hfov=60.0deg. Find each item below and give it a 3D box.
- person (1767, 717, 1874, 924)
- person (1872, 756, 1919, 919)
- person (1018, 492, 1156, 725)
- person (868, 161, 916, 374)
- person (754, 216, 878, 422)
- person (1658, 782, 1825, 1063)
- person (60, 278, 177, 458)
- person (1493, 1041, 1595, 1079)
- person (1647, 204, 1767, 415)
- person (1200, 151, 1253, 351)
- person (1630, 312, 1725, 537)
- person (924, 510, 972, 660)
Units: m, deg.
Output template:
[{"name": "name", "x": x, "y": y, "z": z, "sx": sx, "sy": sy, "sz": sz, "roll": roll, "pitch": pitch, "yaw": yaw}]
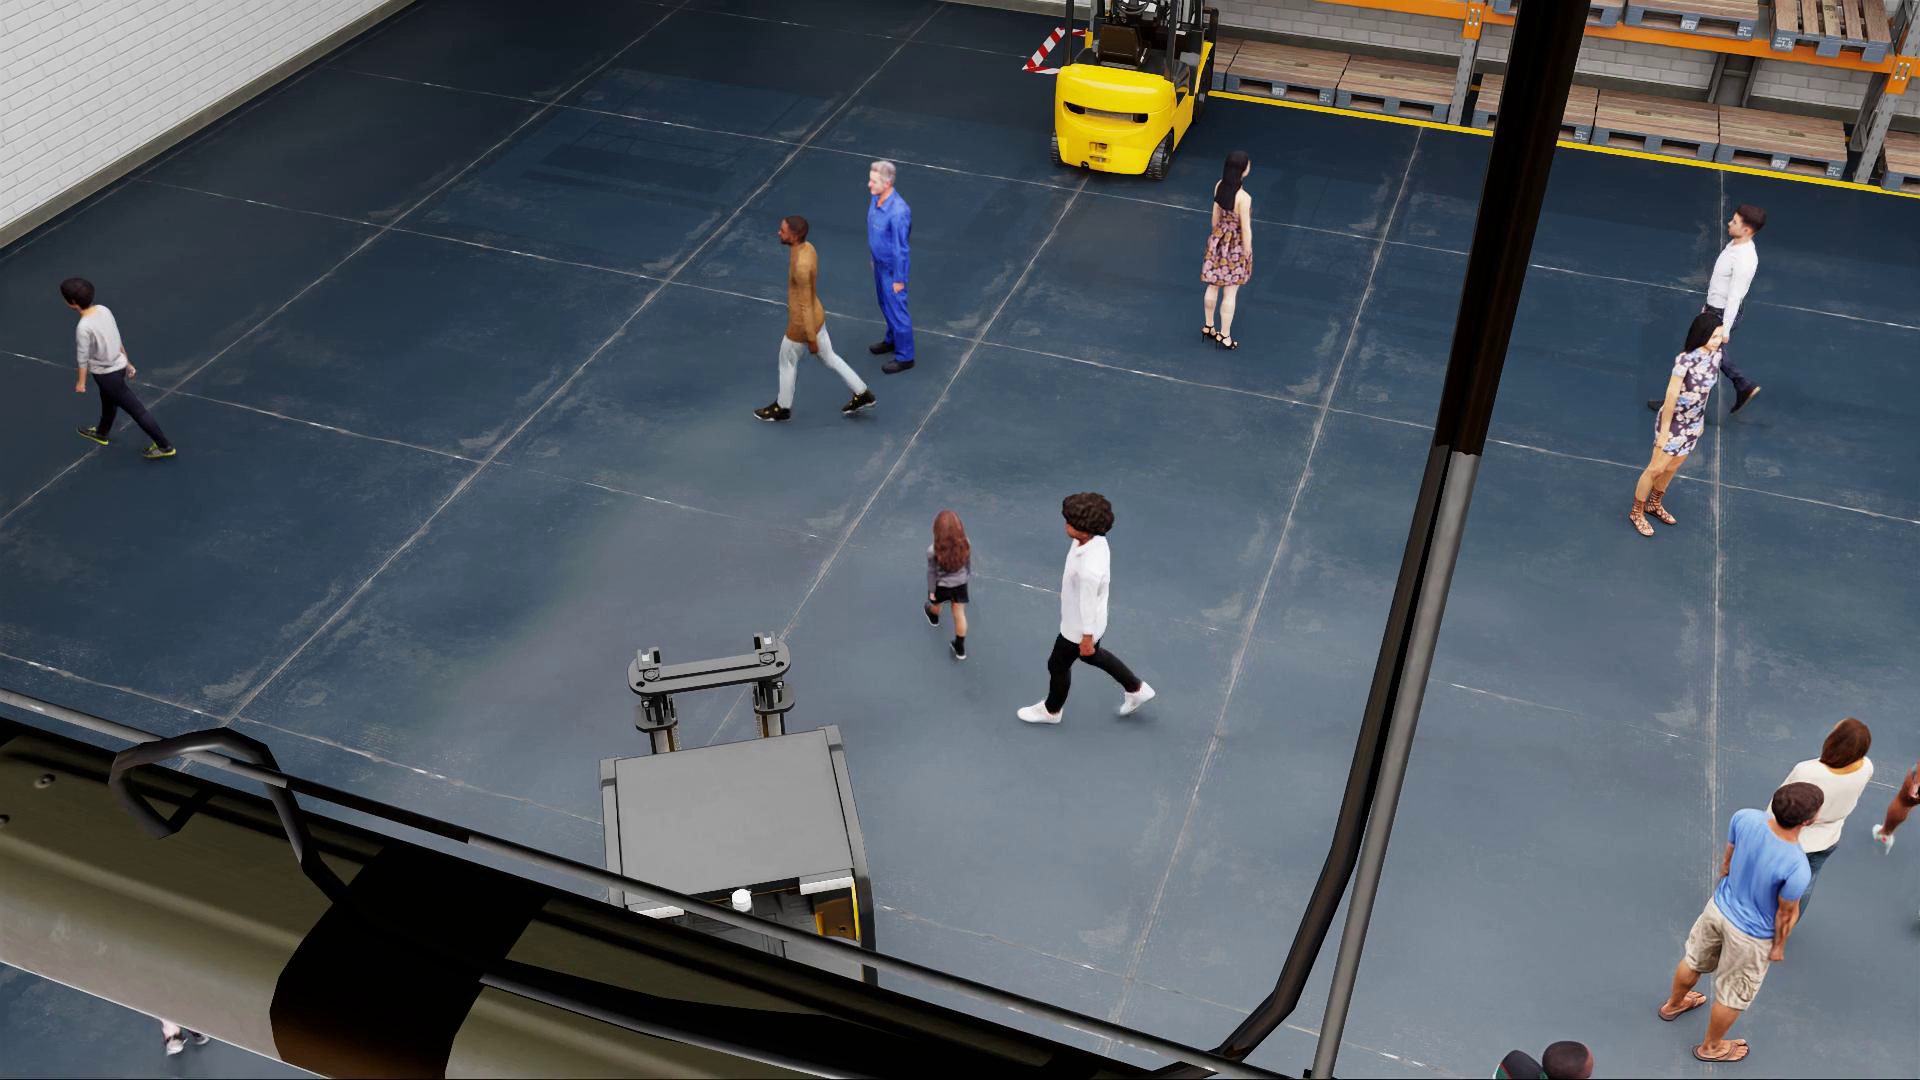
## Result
[{"name": "person", "x": 4.508, "y": 1.564, "z": 8.866, "sx": 0.651, "sy": 1.682, "sz": 0.756, "roll": -8, "pitch": 39, "yaw": -10}, {"name": "person", "x": 5.445, "y": 1.406, "z": 9.135, "sx": 1.032, "sy": 1.592, "sz": 0.731, "roll": 7, "pitch": 39, "yaw": 9}, {"name": "person", "x": 0.836, "y": 0.463, "z": 10.164, "sx": 1.169, "sy": 1.783, "sz": 0.844, "roll": 3, "pitch": 39, "yaw": 4}, {"name": "person", "x": -0.553, "y": -2.241, "z": 13.517, "sx": 0.826, "sy": 1.823, "sz": 0.783, "roll": -14, "pitch": 41, "yaw": -17}, {"name": "person", "x": -1.086, "y": -1.667, "z": 12.836, "sx": 1.293, "sy": 1.776, "sz": 0.939, "roll": 1, "pitch": 39, "yaw": 1}, {"name": "person", "x": 3.921, "y": 1.889, "z": 8.314, "sx": 0.781, "sy": 1.864, "sz": 0.738, "roll": -13, "pitch": 40, "yaw": -16}, {"name": "person", "x": -6.313, "y": -1.253, "z": 12.530, "sx": 1.071, "sy": 1.512, "sz": 0.792, "roll": 0, "pitch": 39, "yaw": -1}, {"name": "person", "x": 2.449, "y": 2.758, "z": 7.244, "sx": 0.834, "sy": 1.840, "sz": 0.781, "roll": -15, "pitch": 41, "yaw": -18}, {"name": "person", "x": 5.972, "y": -1.721, "z": 12.849, "sx": 1.008, "sy": 1.844, "sz": 0.649, "roll": 15, "pitch": 41, "yaw": 18}, {"name": "person", "x": 2.223, "y": -2.390, "z": 13.743, "sx": 0.862, "sy": 1.774, "sz": 0.788, "roll": -23, "pitch": 44, "yaw": -26}, {"name": "person", "x": 5.119, "y": -0.835, "z": 11.829, "sx": 0.673, "sy": 1.733, "sz": 0.716, "roll": -20, "pitch": 43, "yaw": -23}, {"name": "person", "x": -0.048, "y": 0.301, "z": 10.935, "sx": 0.788, "sy": 1.074, "sz": 0.836, "roll": -15, "pitch": 41, "yaw": -18}]
